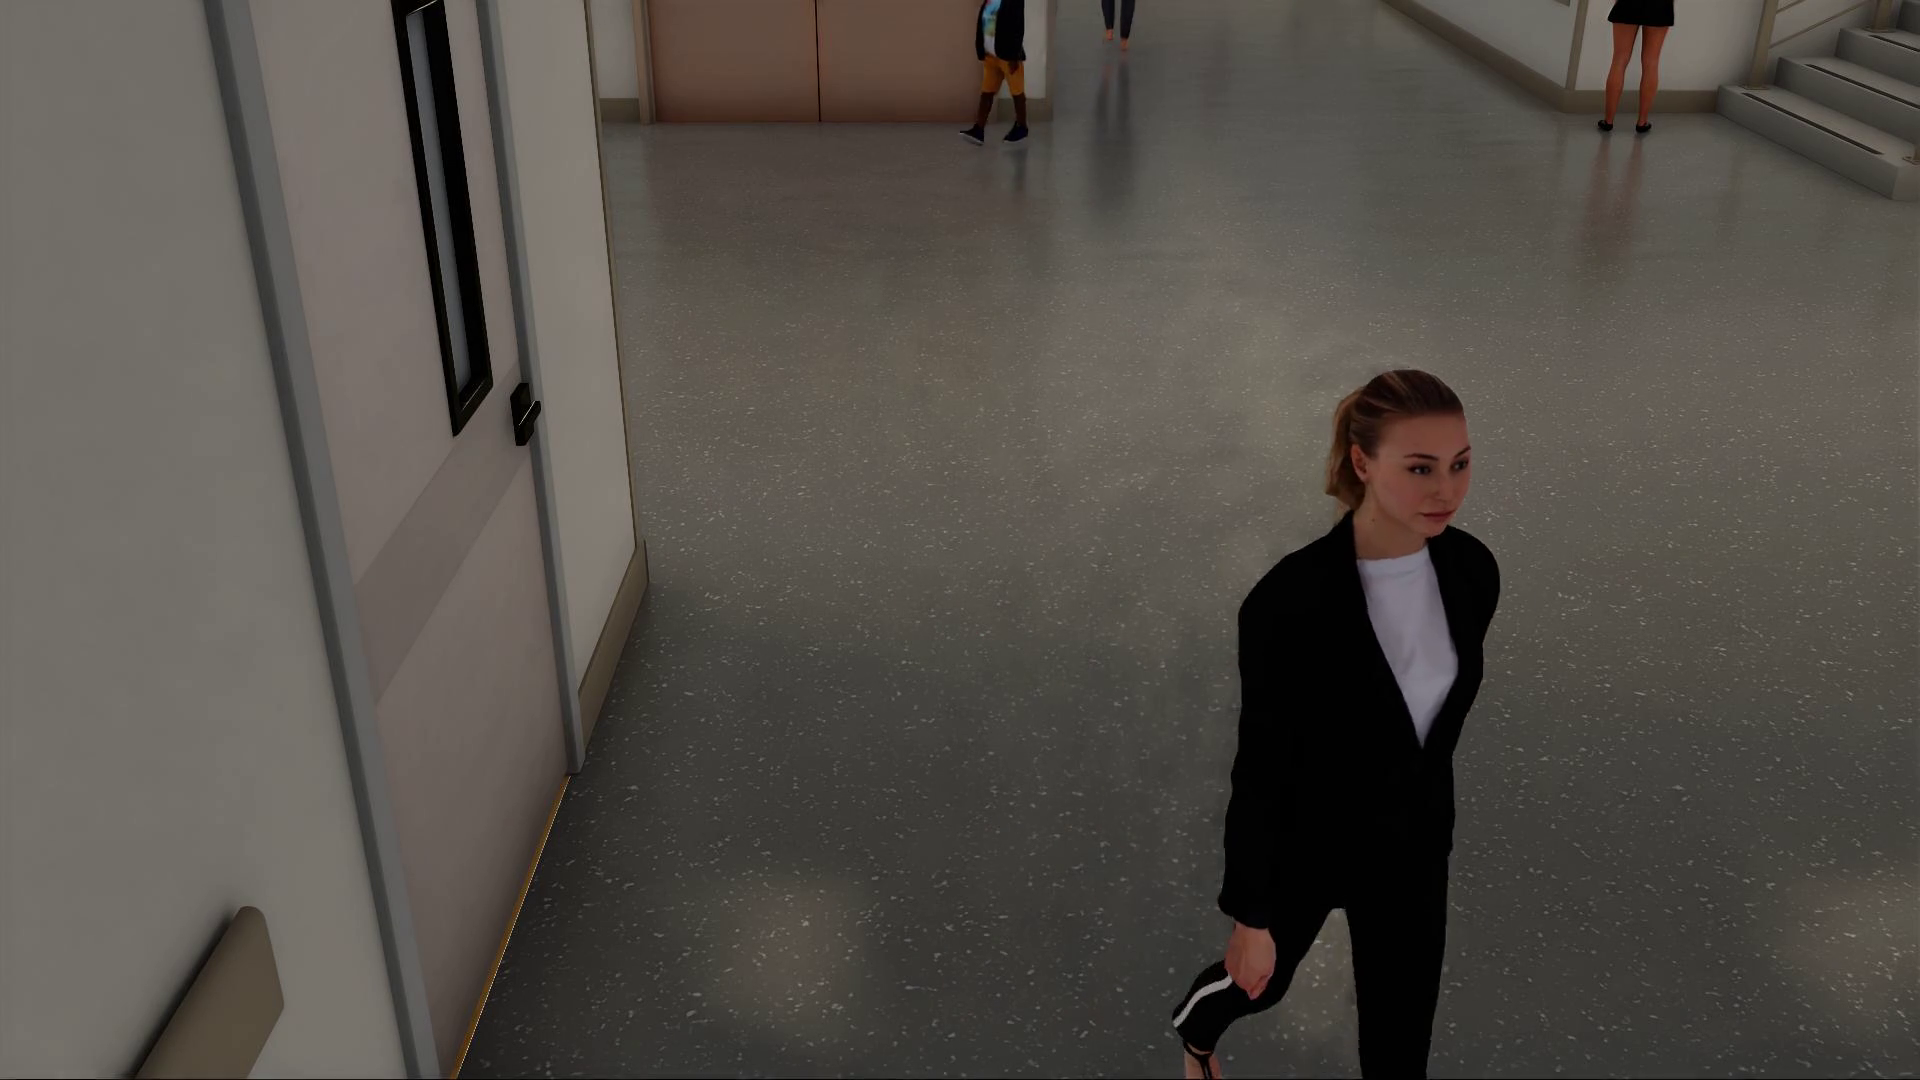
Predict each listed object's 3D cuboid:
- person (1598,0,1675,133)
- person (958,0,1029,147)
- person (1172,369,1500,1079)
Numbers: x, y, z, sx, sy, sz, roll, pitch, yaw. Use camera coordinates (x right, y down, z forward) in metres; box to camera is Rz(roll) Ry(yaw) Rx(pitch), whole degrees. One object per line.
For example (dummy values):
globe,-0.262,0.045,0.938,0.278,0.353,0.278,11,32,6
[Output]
person,4.666,-3.646,11.352,0.588,1.675,0.701,8,27,15
person,0.338,-3.237,10.998,0.853,1.245,0.898,22,33,38
person,0.572,0.511,2.747,1.117,1.661,0.947,-9,27,-17
